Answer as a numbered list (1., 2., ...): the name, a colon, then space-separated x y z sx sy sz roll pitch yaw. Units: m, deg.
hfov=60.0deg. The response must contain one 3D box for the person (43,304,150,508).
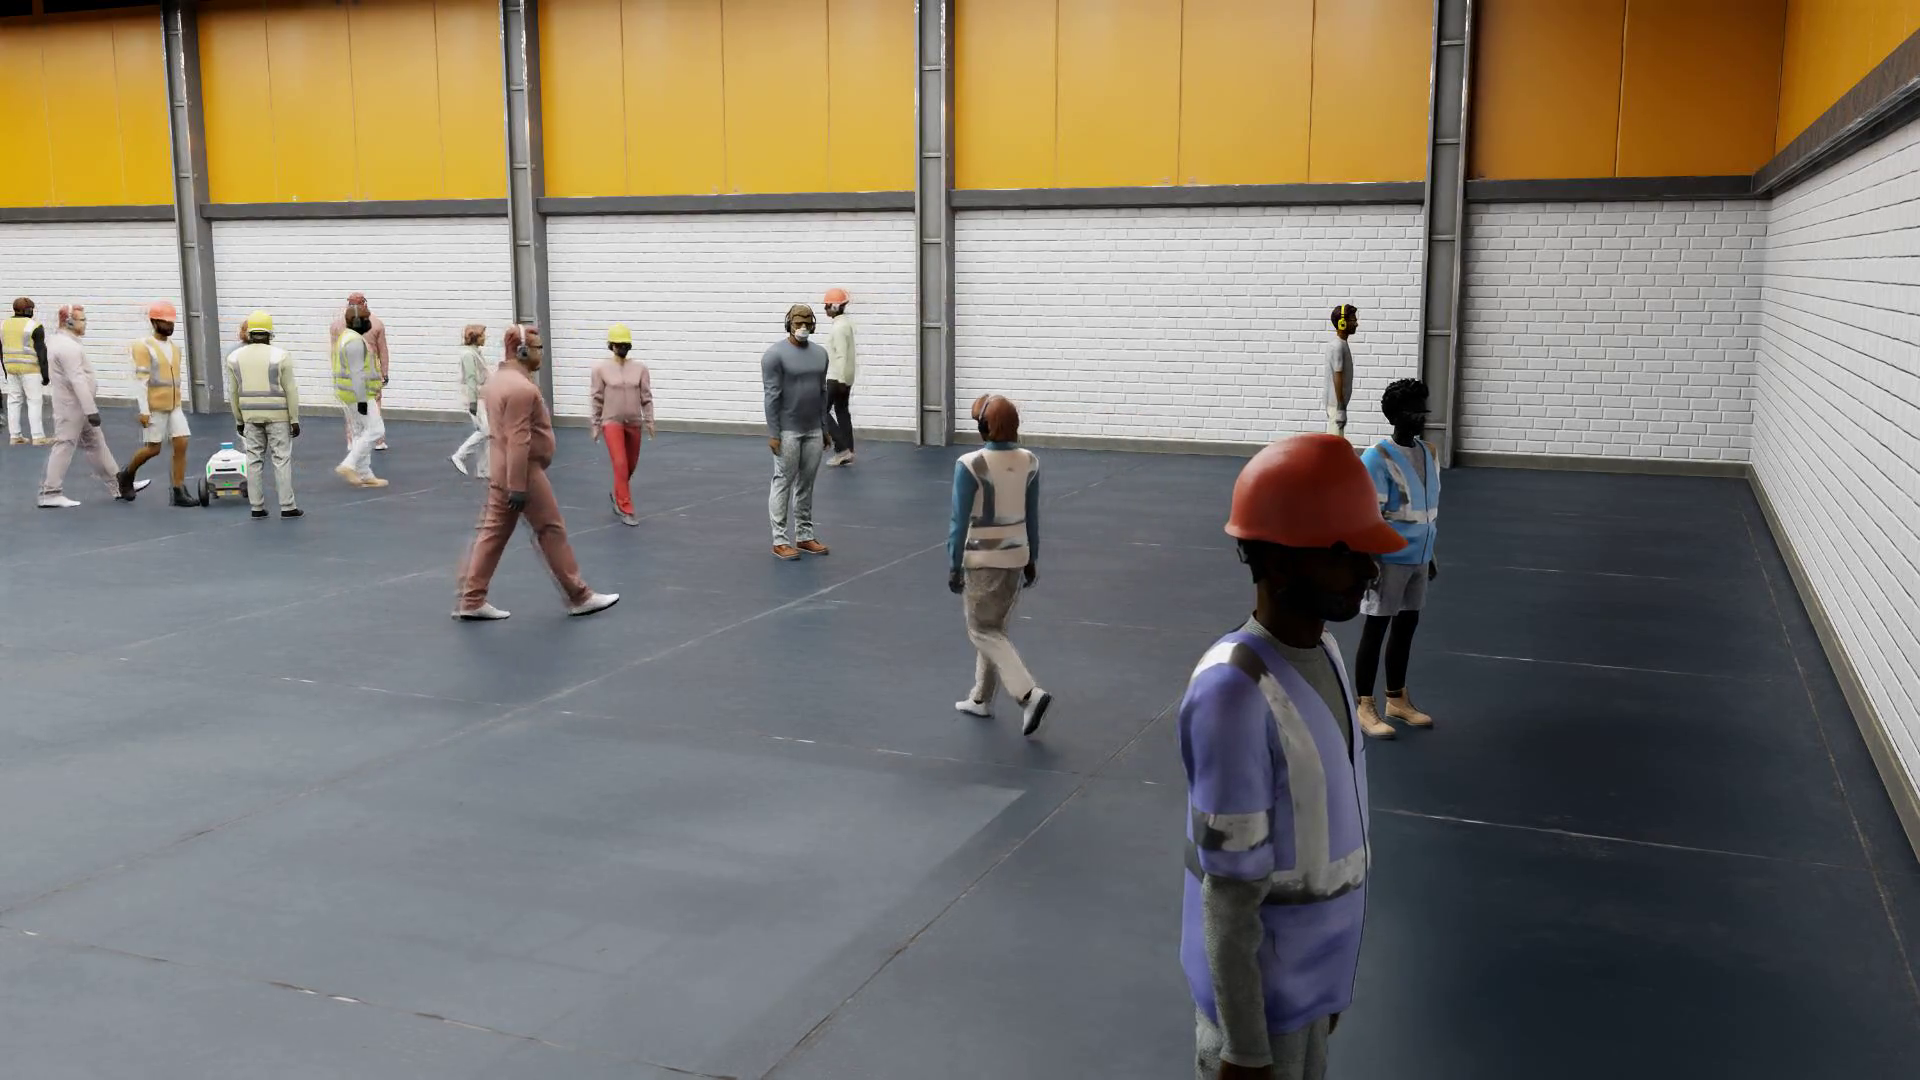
1. person: -8.082 -1.240 15.417 0.979 1.857 0.659 -6 11 -31

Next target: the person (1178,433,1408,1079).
1. person: 0.582 0.775 2.959 0.358 1.937 0.549 4 10 25

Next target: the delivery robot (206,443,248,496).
1. delivery robot: -6.858 -0.670 15.599 0.477 0.478 0.707 -3 10 -19

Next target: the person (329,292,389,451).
1. person: -7.186 -2.014 19.952 0.654 1.906 0.408 -2 10 -15

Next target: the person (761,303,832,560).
1. person: -1.226 -0.825 12.663 0.379 1.937 0.629 9 13 42

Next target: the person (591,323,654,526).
1. person: -2.950 -1.022 14.457 0.527 1.740 0.811 -6 11 -31

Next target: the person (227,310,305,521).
1. person: -6.031 -1.078 14.487 0.594 1.837 0.404 0 9 2

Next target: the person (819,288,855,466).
1. person: -1.365 -1.783 18.343 0.448 1.977 0.622 1 9 8

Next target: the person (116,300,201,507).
1. person: -7.432 -1.253 15.345 0.823 1.904 0.573 3 10 19

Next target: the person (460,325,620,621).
1. person: -2.705 -0.415 10.412 0.989 1.851 0.669 -5 11 -27

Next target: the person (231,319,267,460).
1. person: -8.180 -1.735 19.150 0.540 1.622 0.507 6 11 31

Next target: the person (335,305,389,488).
1. person: -5.957 -1.413 16.530 0.435 1.832 0.648 -4 10 -25

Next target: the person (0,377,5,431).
1. person: -8.751 -1.135 14.579 0.621 1.941 0.793 -3 10 -16

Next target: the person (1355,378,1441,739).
1. person: 2.080 0.083 7.879 0.541 1.696 0.315 -8 12 -39

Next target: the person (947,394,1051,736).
1. person: 0.200 0.113 7.937 0.524 1.613 0.700 -8 12 -41

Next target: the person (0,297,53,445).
1. person: -11.592 -2.087 20.642 0.630 1.835 0.433 2 10 10

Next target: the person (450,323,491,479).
1. person: -5.029 -1.426 17.223 0.420 1.625 0.543 -1 9 -3

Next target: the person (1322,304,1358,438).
1. person: 3.467 -1.208 15.177 0.326 1.874 0.518 1 9 7
